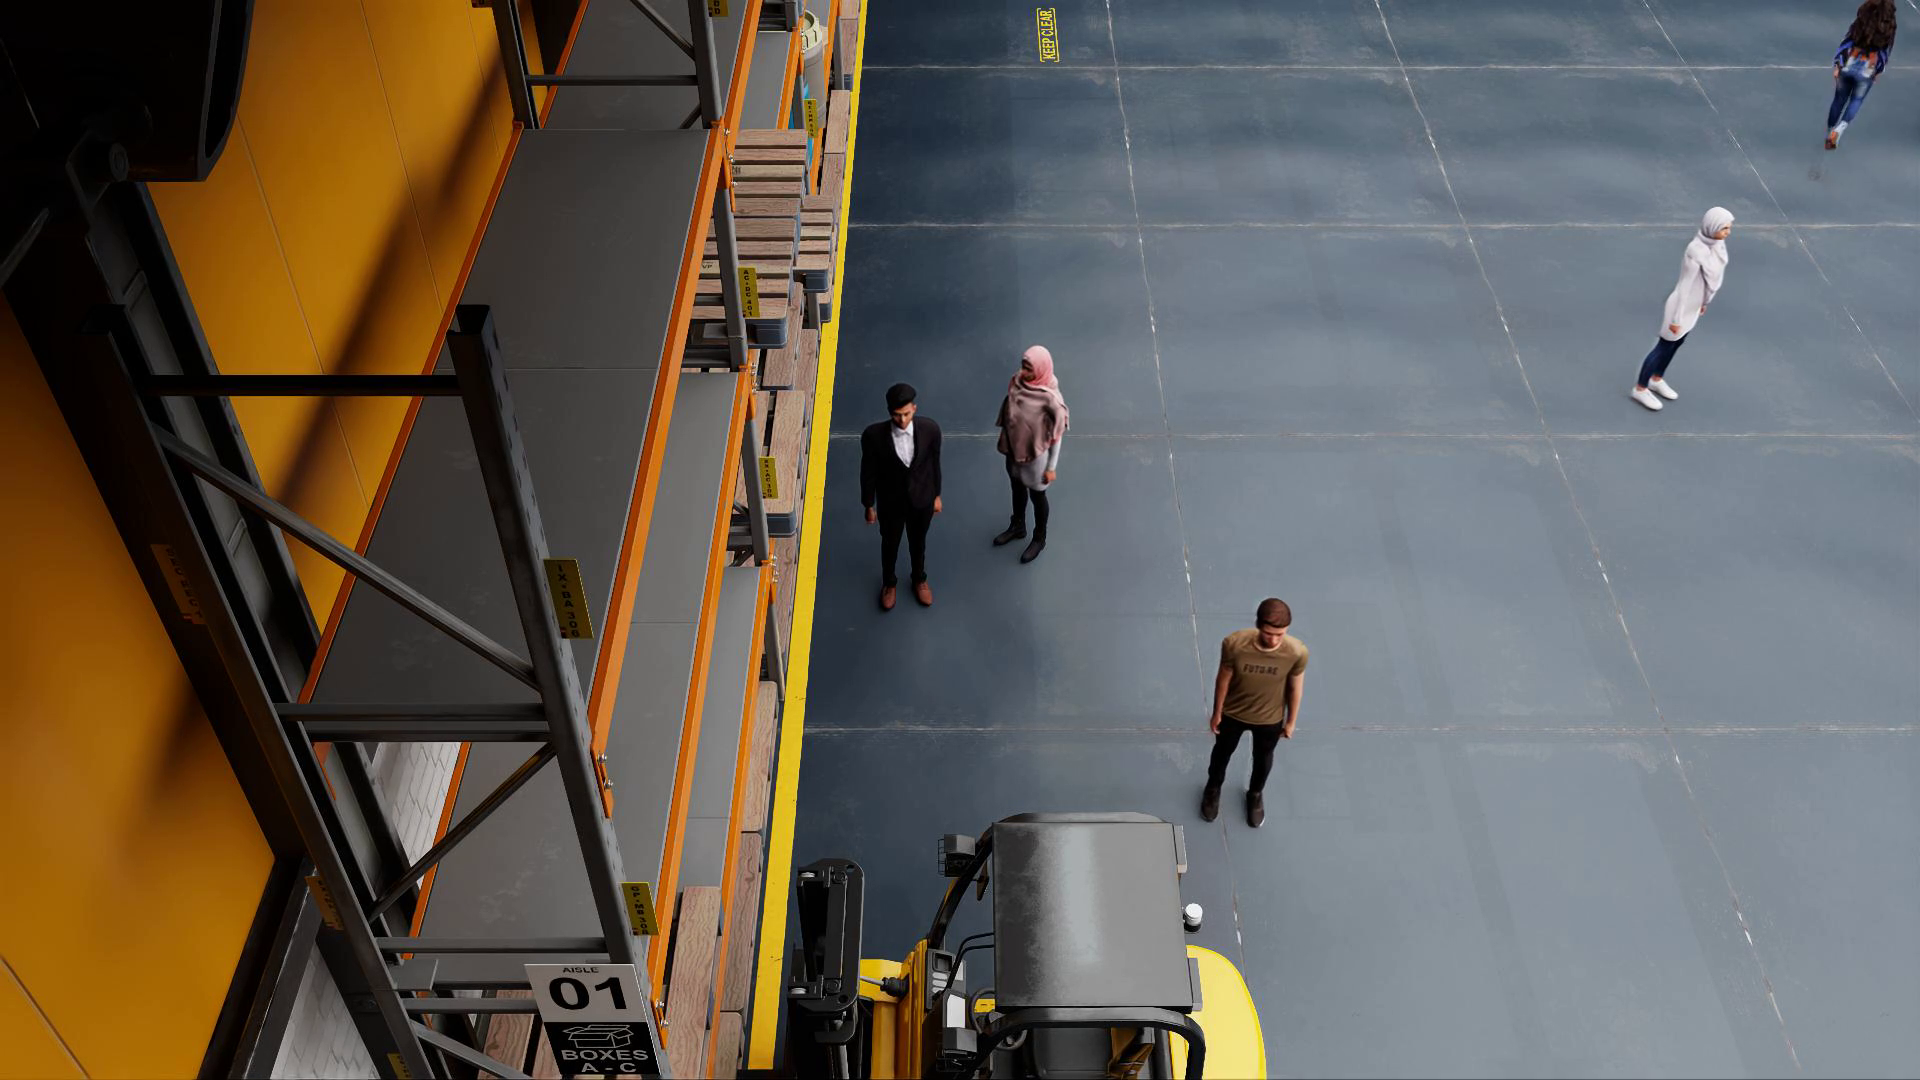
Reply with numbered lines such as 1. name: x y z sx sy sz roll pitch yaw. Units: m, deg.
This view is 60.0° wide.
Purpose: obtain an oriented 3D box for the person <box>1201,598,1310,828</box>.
1. person: 1.735 1.001 9.852 0.695 1.847 0.624 8 44 8

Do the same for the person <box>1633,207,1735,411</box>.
1. person: 5.598 -1.807 12.852 0.683 1.775 0.736 -33 53 -30

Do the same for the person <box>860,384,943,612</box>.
1. person: -0.372 -0.305 11.197 0.746 1.882 0.623 -8 44 -9

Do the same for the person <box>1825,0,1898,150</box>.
1. person: 8.444 -4.381 15.676 0.795 1.607 0.870 25 49 24

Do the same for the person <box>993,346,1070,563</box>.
1. person: 0.493 -0.610 11.575 0.785 1.803 0.721 -34 53 -30
